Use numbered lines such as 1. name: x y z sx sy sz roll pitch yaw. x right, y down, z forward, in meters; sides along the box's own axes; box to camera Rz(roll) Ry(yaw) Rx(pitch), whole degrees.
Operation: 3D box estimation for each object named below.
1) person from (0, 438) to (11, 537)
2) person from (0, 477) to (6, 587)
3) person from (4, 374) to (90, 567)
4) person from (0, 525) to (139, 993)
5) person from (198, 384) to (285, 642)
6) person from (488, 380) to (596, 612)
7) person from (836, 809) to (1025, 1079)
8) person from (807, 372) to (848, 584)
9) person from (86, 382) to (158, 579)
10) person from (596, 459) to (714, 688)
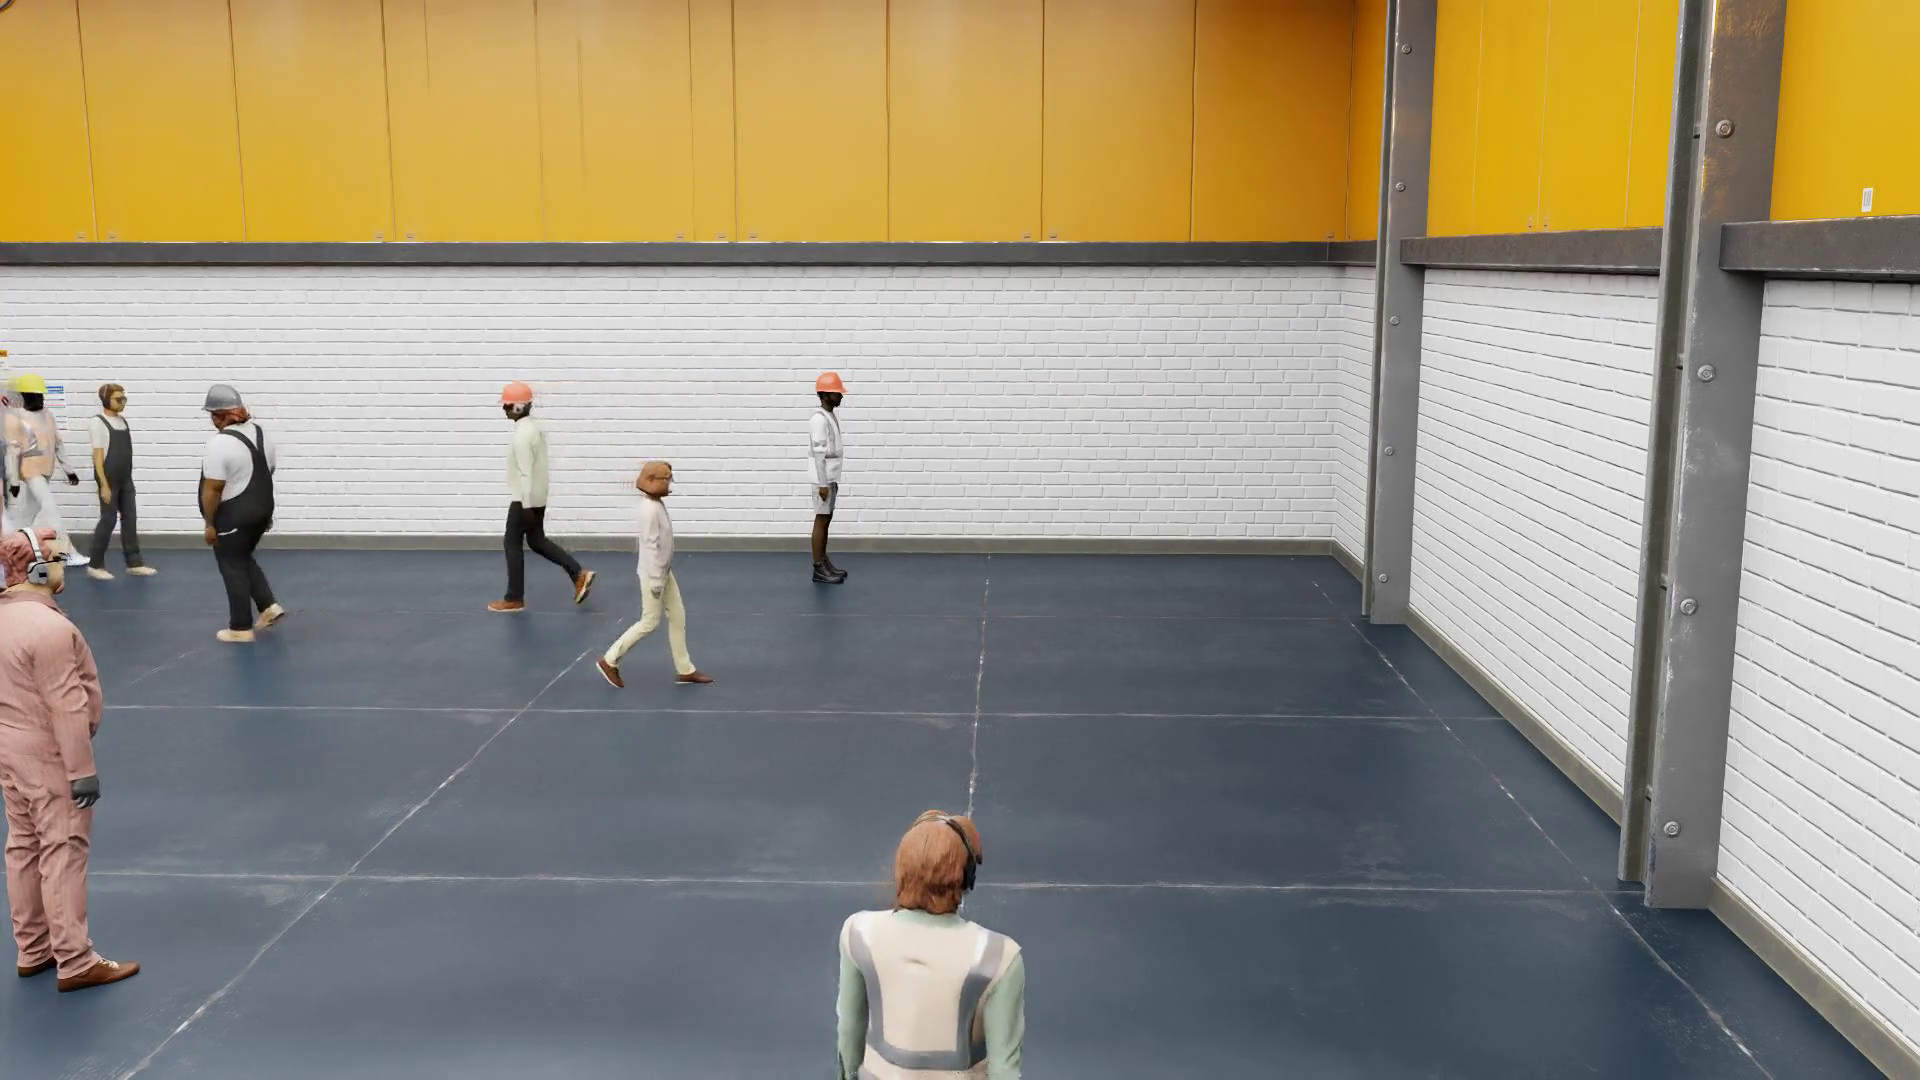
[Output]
1. person: -8.032 -0.260 13.636 1.033 1.890 0.653 1 10 8
2. person: -7.138 0.087 11.992 0.659 1.743 0.530 5 11 25
3. person: -8.891 -0.670 16.043 0.993 1.878 0.588 1 10 3
4. person: -3.723 0.889 6.825 0.636 1.911 0.405 7 12 34
5. person: -5.643 -0.218 12.916 0.536 2.000 0.699 2 10 13
6. person: -3.560 -0.366 14.002 0.808 1.969 0.618 0 10 2
7. person: -0.094 1.483 4.267 0.525 1.597 0.854 2 10 14
8. person: -1.209 -0.578 15.322 0.375 1.939 0.546 1 10 7
9. person: -7.860 -0.543 15.462 0.462 1.854 0.513 2 10 9
10. person: -2.136 0.236 11.527 0.756 1.608 0.513 0 10 0
